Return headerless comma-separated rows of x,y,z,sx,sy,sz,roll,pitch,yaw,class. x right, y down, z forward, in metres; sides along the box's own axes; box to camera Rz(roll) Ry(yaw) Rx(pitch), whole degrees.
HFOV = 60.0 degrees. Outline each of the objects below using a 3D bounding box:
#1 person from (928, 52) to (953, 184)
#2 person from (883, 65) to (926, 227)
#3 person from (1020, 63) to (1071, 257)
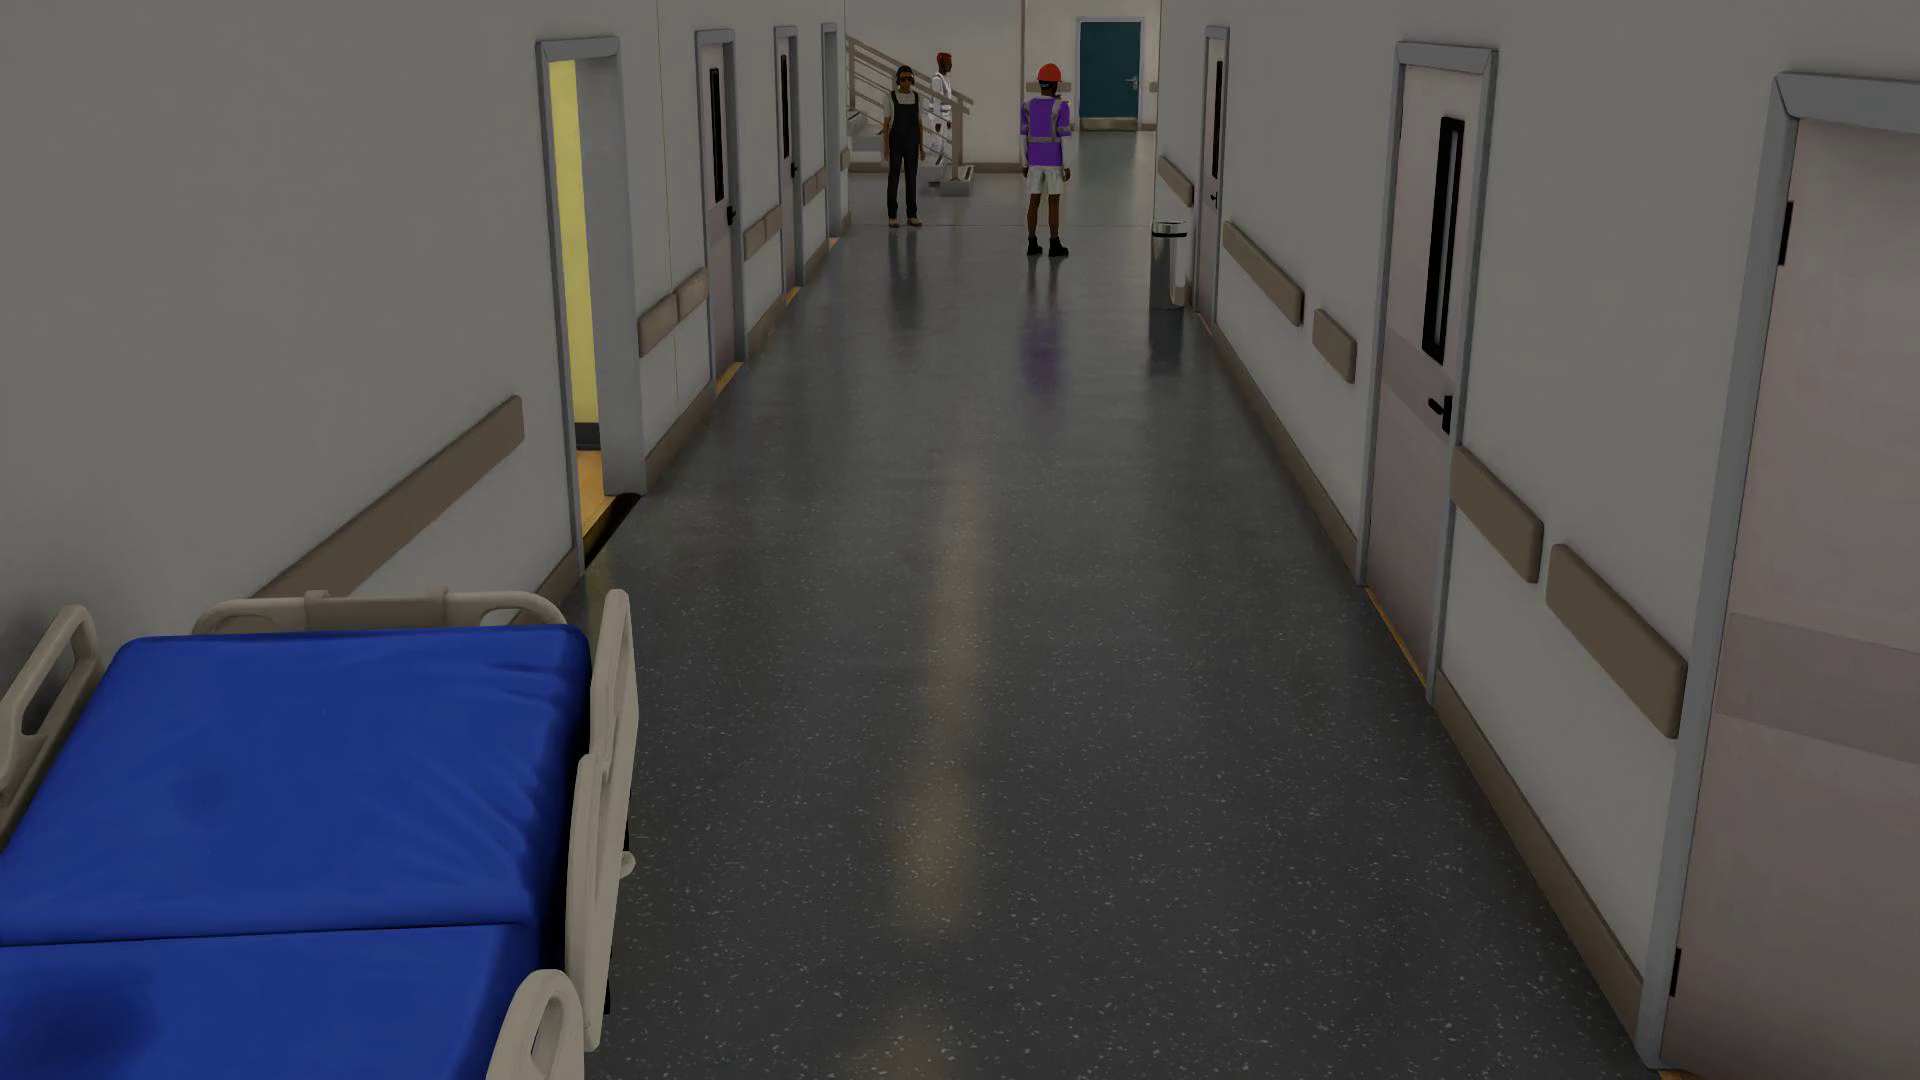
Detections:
-0.279,-6.178,24.392,0.364,1.876,0.575,3,18,10,person
-0.651,-4.593,19.443,0.507,1.847,0.343,-7,19,-20,person
0.896,-3.901,17.120,0.553,1.935,0.362,9,20,27,person
